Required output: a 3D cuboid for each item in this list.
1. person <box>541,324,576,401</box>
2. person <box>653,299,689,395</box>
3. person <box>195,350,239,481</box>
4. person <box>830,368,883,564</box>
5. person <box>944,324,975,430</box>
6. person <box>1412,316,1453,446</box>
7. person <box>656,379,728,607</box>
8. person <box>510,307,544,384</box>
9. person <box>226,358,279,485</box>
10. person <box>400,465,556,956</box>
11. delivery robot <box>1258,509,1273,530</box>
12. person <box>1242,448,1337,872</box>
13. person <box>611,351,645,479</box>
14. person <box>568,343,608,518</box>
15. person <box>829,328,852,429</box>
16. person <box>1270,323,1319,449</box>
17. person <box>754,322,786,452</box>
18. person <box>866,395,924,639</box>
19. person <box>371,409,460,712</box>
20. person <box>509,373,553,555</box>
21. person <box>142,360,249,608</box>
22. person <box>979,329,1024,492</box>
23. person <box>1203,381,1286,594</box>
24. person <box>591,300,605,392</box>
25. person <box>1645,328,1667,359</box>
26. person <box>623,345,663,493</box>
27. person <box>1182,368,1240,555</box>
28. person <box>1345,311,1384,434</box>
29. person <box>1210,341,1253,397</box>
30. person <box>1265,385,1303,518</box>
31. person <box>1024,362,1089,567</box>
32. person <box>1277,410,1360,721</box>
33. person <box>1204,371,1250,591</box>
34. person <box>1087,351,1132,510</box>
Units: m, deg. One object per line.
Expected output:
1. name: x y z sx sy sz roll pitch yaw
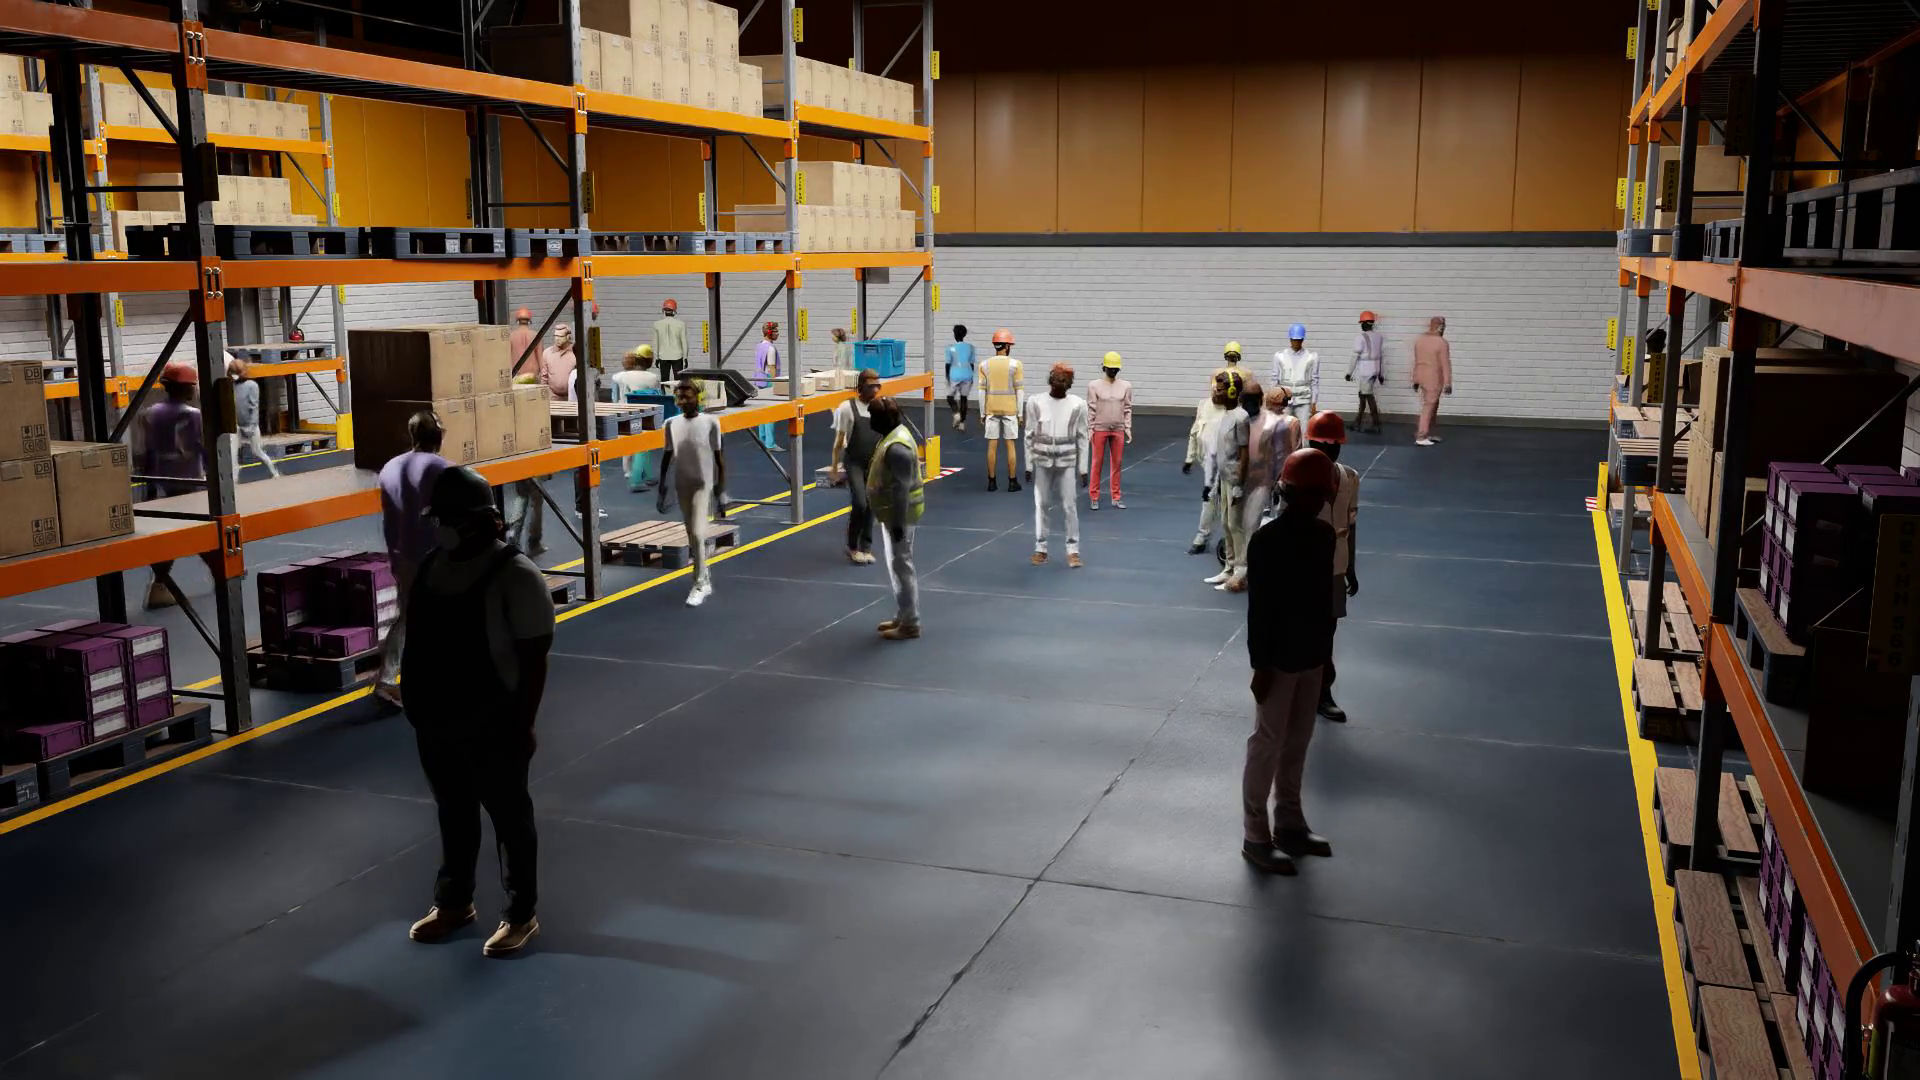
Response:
1. person: -5.107 -1.833 21.532 0.644 1.905 0.400 1 10 4
2. person: -4.978 -3.149 28.684 0.615 1.994 0.381 1 10 3
3. person: -9.163 -1.640 20.431 0.636 1.911 0.405 5 11 24
4. person: -0.887 -0.660 15.162 0.593 1.818 0.523 -6 12 -31
5. person: 0.002 -2.551 26.191 0.534 1.684 0.391 -4 11 -21
6. person: 6.977 -2.324 24.337 0.749 1.880 0.670 -5 11 -24
7. person: -2.224 -0.387 13.550 0.542 1.839 0.776 3 10 14
8. person: -6.728 -2.617 25.742 0.630 1.971 0.557 -4 11 -20
9. person: -8.450 -1.364 19.732 0.496 1.609 0.718 2 10 12
10. person: -2.036 0.701 6.871 0.678 2.000 0.537 5 11 26
11. delivery robot: 2.705 -0.037 14.950 0.477 0.478 0.707 -4 11 -22
12. person: 1.584 0.550 7.858 0.614 1.990 0.392 -9 14 -43
13. person: -4.061 -1.540 20.715 0.529 1.612 0.664 -3 11 -17
14. person: -4.034 -1.190 17.861 0.392 1.922 0.591 -3 11 -17
15. person: -1.928 -2.533 26.246 0.514 1.615 0.531 -3 10 -15
16. person: 4.231 -1.773 21.093 0.607 1.938 0.410 3 10 15
17. person: -2.716 -2.163 23.550 0.375 1.843 0.575 -5 11 -25
18. person: -0.486 -0.174 12.426 0.432 1.828 0.638 -1 10 -6
19. person: -3.405 0.124 10.526 0.640 1.908 0.959 3 11 18
20. person: -4.068 -0.713 15.708 0.499 1.726 0.384 4 11 19
21. person: -6.330 -0.477 13.664 0.636 1.983 1.066 5 11 25
22. person: 0.496 -1.531 19.751 0.543 1.932 0.376 3 10 15
23. person: 2.441 -0.479 14.256 0.633 1.792 1.000 6 11 29
24. person: -6.052 -2.926 27.345 0.675 2.013 0.614 -6 12 -30
25. person: 8.083 -1.509 19.524 0.361 1.964 0.617 -4 11 -20
26. person: -3.694 -1.450 19.834 0.523 1.737 0.778 8 13 37
27. person: 2.515 -0.770 15.922 0.930 1.786 0.602 -7 12 -35
28. person: 6.275 -2.616 25.947 0.534 1.891 0.856 -8 13 -39
29. person: 3.285 -1.521 20.158 0.532 1.767 0.328 1 10 3
30. person: 2.910 -0.598 15.314 0.514 1.642 0.310 8 13 37
31. person: 0.880 -0.680 15.181 0.598 1.867 0.382 1 10 7
32. person: 2.202 0.169 10.158 0.550 1.935 0.375 -3 11 -19
33. person: 2.296 -0.497 14.116 0.309 1.864 0.535 -1 10 -7
34. person: 1.654 -1.206 18.402 0.522 1.763 0.319 -2 10 -12
